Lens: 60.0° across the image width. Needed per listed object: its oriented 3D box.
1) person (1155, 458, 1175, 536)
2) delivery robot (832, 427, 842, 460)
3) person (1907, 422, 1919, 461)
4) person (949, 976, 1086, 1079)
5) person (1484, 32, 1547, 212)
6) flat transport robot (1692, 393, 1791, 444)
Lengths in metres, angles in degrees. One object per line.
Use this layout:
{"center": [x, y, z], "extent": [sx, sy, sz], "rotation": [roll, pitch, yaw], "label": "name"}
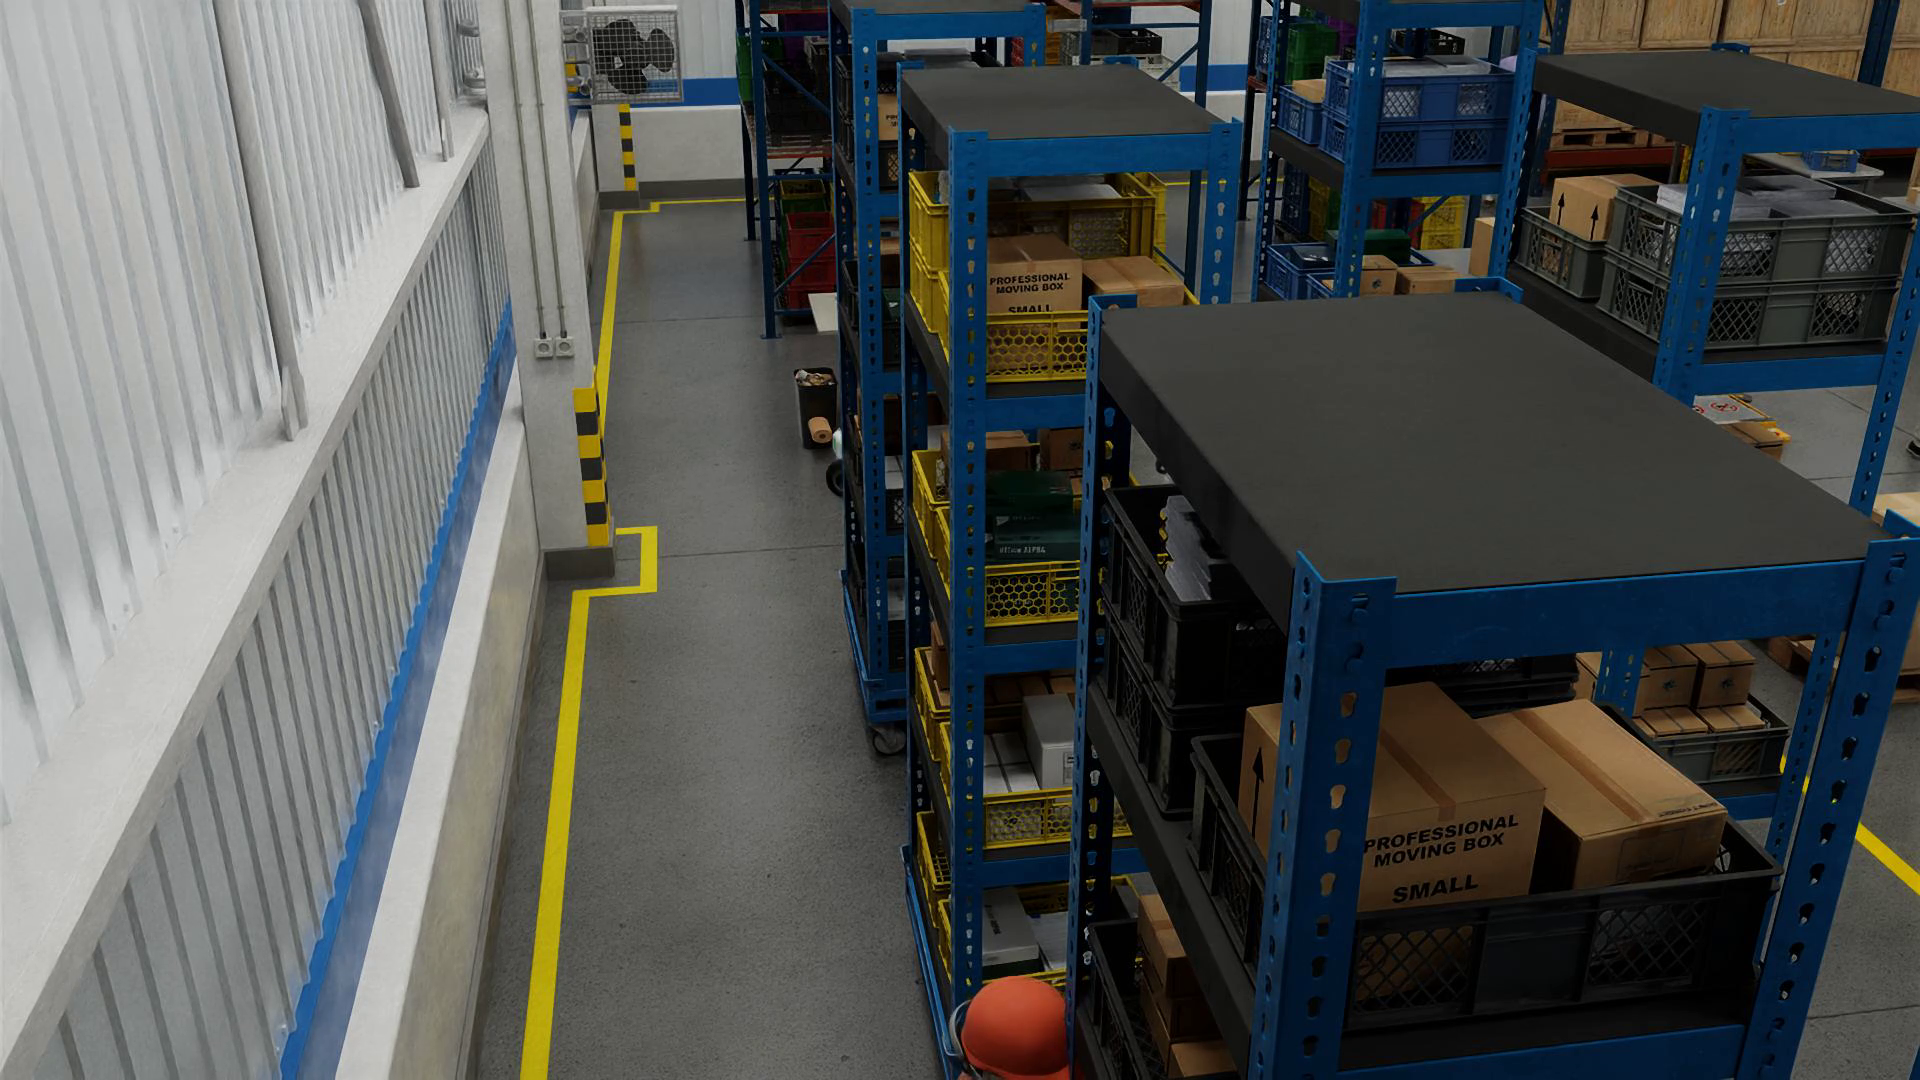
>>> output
{"center": [1.380, -0.460, 9.638], "extent": [0.522, 1.639, 0.306], "rotation": [5, 25, 11], "label": "person"}
{"center": [-0.482, -0.623, 11.175], "extent": [0.707, 0.478, 0.477], "rotation": [7, 25, 15], "label": "delivery robot"}
{"center": [6.996, -1.404, 11.476], "extent": [0.595, 1.823, 0.403], "rotation": [11, 27, 22], "label": "person"}
{"center": [0.106, 1.893, 4.107], "extent": [0.400, 1.989, 0.623], "rotation": [5, 25, 10], "label": "person"}
{"center": [6.103, -4.610, 18.309], "extent": [0.634, 1.936, 0.357], "rotation": [18, 30, 33], "label": "person"}
{"center": [5.224, -0.859, 12.132], "extent": [1.431, 0.197, 0.652], "rotation": [-4, 25, -8], "label": "flat transport robot"}
